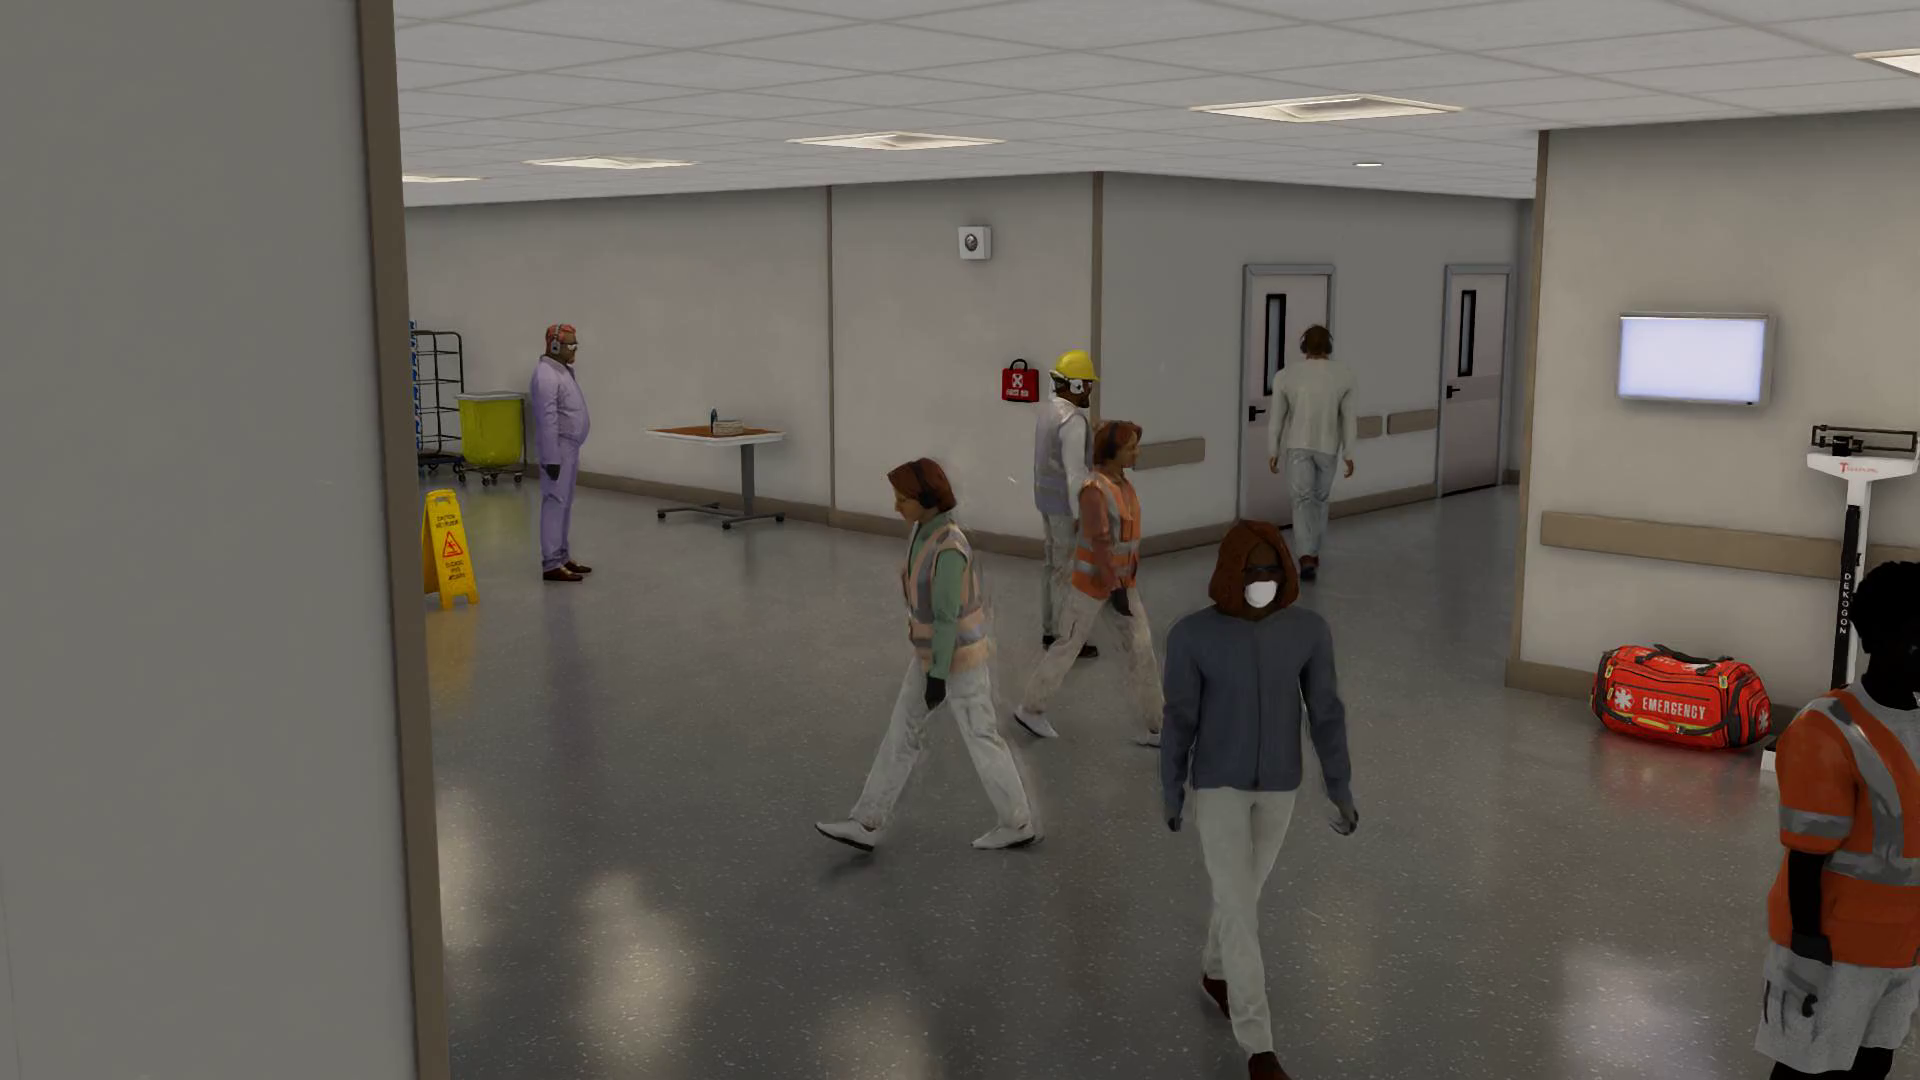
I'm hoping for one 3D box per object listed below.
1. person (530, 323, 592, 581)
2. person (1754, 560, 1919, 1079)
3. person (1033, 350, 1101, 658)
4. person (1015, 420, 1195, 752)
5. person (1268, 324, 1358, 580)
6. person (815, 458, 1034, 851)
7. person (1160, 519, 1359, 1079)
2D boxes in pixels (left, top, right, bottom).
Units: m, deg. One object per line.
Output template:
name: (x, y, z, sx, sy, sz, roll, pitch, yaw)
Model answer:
person: (-2.942, -0.648, 12.325, 0.404, 1.900, 0.643, -1, 9, -3)
person: (1.968, 0.871, 3.633, 0.535, 1.694, 0.321, -5, 11, -28)
person: (0.643, -0.210, 9.875, 0.403, 1.824, 0.591, -2, 10, -13)
person: (0.670, 0.211, 7.999, 0.891, 1.591, 0.502, 6, 11, 34)
person: (2.640, -0.669, 12.468, 0.644, 1.902, 1.006, 1, 9, 7)
person: (-0.107, 0.462, 6.465, 0.883, 1.581, 0.549, -3, 10, -17)
person: (0.856, 0.731, 4.794, 0.516, 1.585, 0.849, -2, 10, -13)
